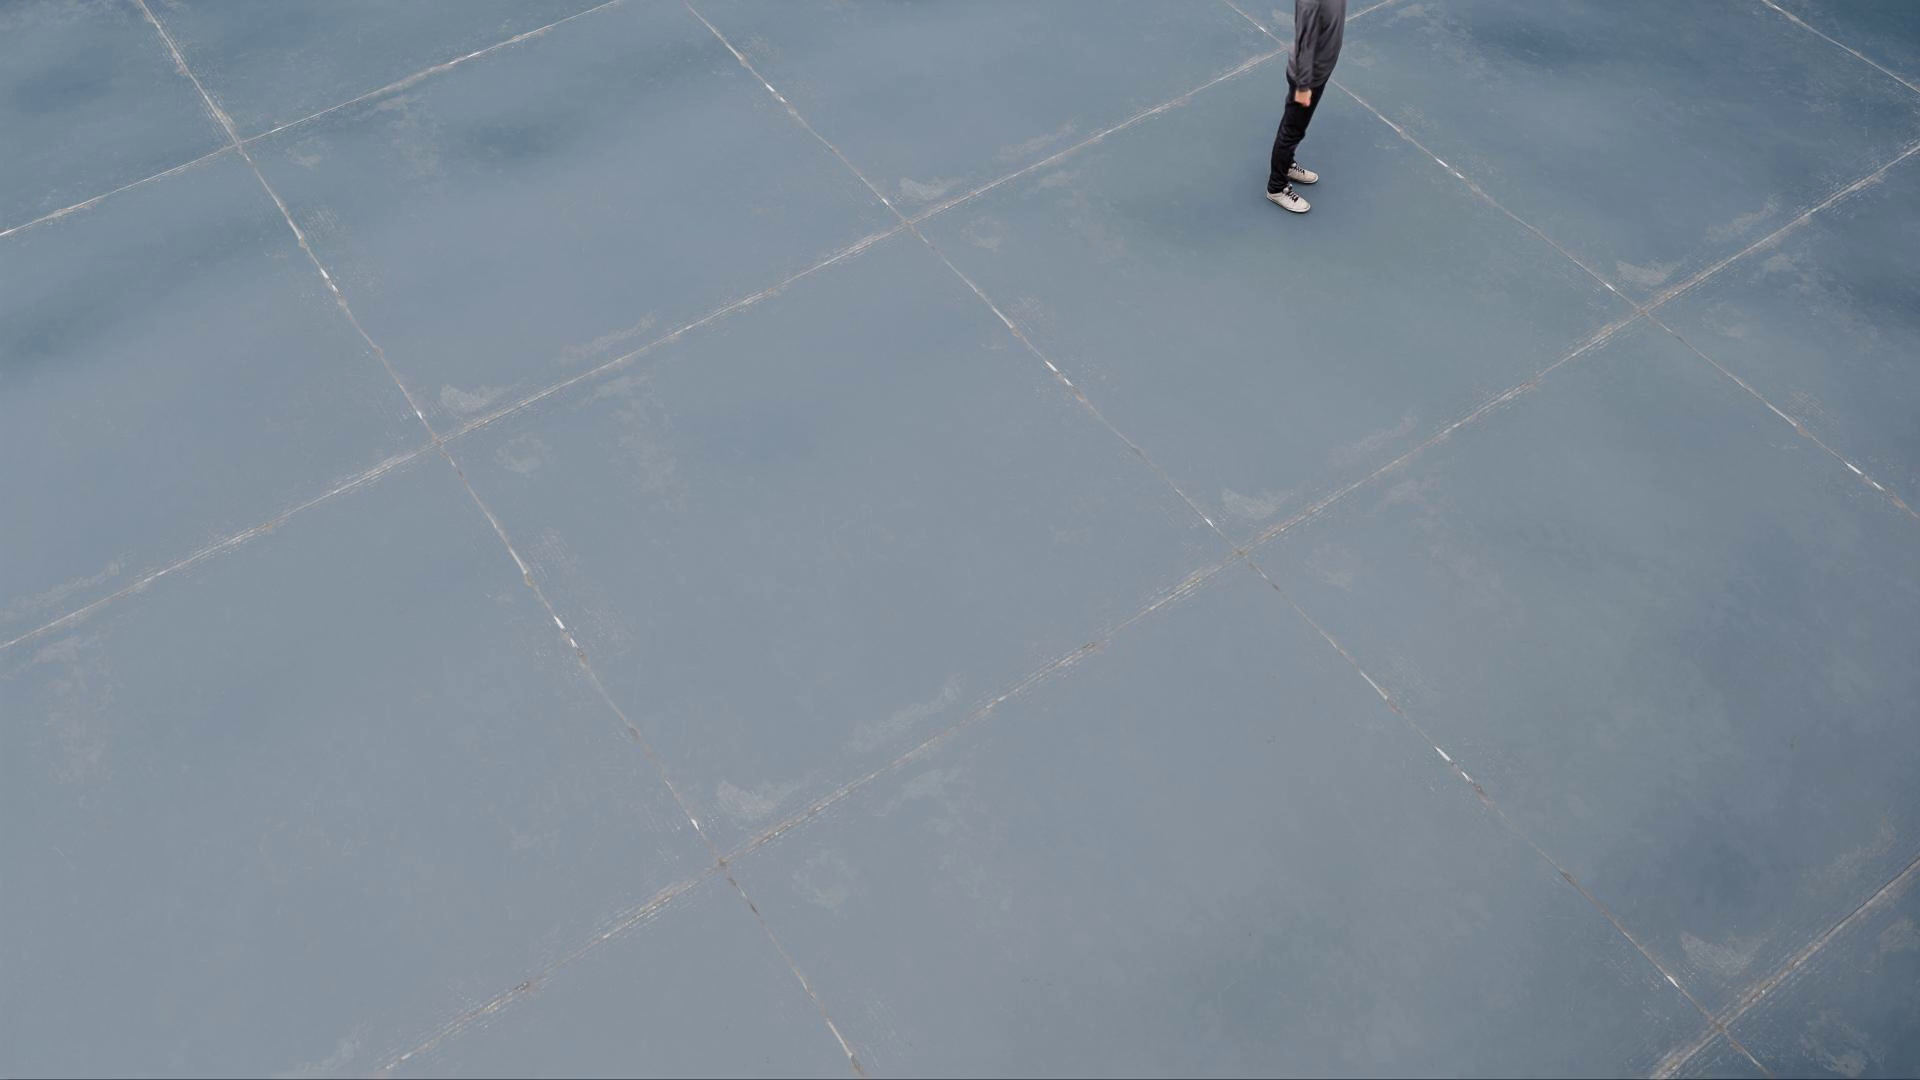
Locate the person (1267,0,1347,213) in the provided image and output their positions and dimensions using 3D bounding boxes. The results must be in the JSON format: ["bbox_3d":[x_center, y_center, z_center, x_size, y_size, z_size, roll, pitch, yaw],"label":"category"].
[{"bbox_3d":[1.968,-2.674,9.369,0.725,1.761,0.703,17,54,12],"label":"person"}]
